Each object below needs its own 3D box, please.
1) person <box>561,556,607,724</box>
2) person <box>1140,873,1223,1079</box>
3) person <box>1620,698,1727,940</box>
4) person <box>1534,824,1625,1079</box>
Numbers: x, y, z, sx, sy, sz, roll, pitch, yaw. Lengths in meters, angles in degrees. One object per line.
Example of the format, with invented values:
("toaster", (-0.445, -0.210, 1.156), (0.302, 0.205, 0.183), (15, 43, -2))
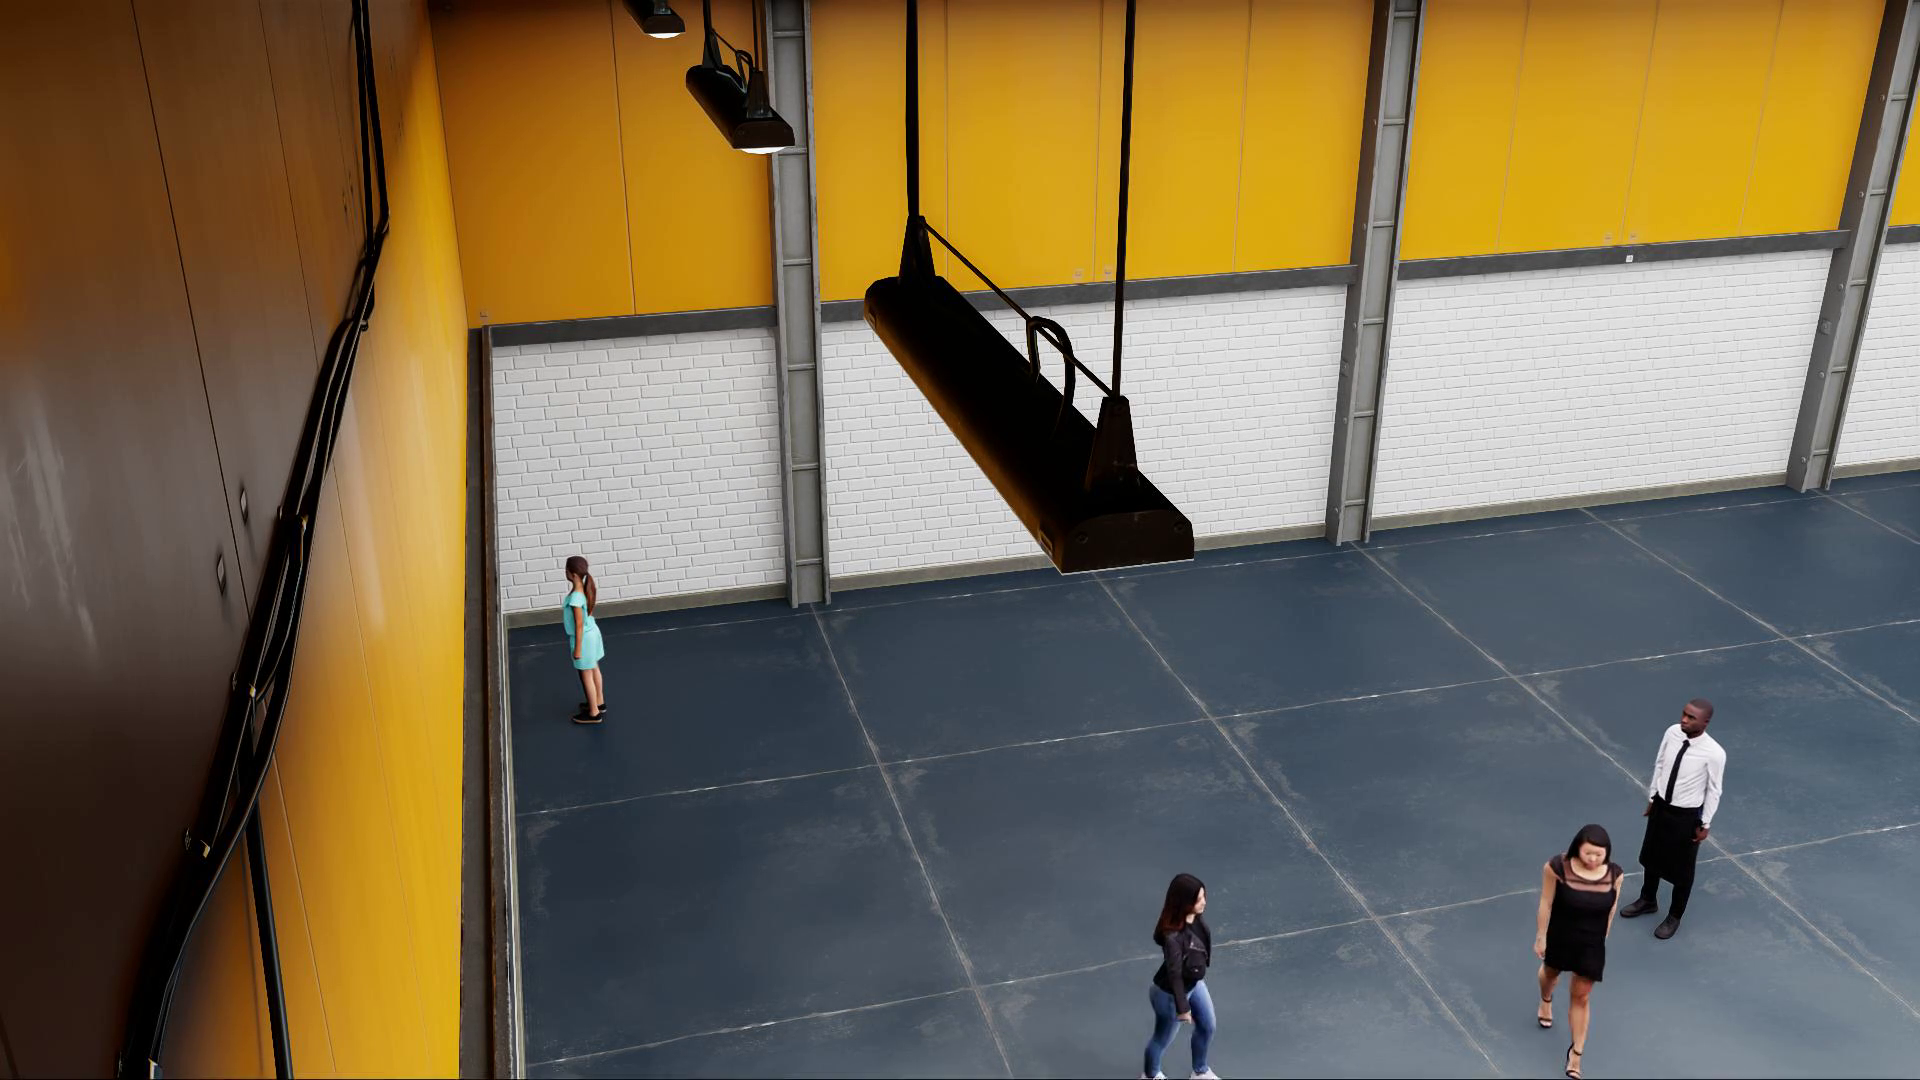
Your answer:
("person", (-3.250, 0.849, 14.396), (0.650, 1.558, 0.628), (3, 24, 7))
("person", (1.249, 2.697, 10.086), (0.956, 1.622, 0.892), (10, 26, 22))
("person", (5.035, 1.909, 11.623), (0.627, 1.836, 0.689), (-13, 27, -27))
("person", (3.851, 2.475, 10.523), (1.054, 1.679, 0.987), (5, 24, 12))
